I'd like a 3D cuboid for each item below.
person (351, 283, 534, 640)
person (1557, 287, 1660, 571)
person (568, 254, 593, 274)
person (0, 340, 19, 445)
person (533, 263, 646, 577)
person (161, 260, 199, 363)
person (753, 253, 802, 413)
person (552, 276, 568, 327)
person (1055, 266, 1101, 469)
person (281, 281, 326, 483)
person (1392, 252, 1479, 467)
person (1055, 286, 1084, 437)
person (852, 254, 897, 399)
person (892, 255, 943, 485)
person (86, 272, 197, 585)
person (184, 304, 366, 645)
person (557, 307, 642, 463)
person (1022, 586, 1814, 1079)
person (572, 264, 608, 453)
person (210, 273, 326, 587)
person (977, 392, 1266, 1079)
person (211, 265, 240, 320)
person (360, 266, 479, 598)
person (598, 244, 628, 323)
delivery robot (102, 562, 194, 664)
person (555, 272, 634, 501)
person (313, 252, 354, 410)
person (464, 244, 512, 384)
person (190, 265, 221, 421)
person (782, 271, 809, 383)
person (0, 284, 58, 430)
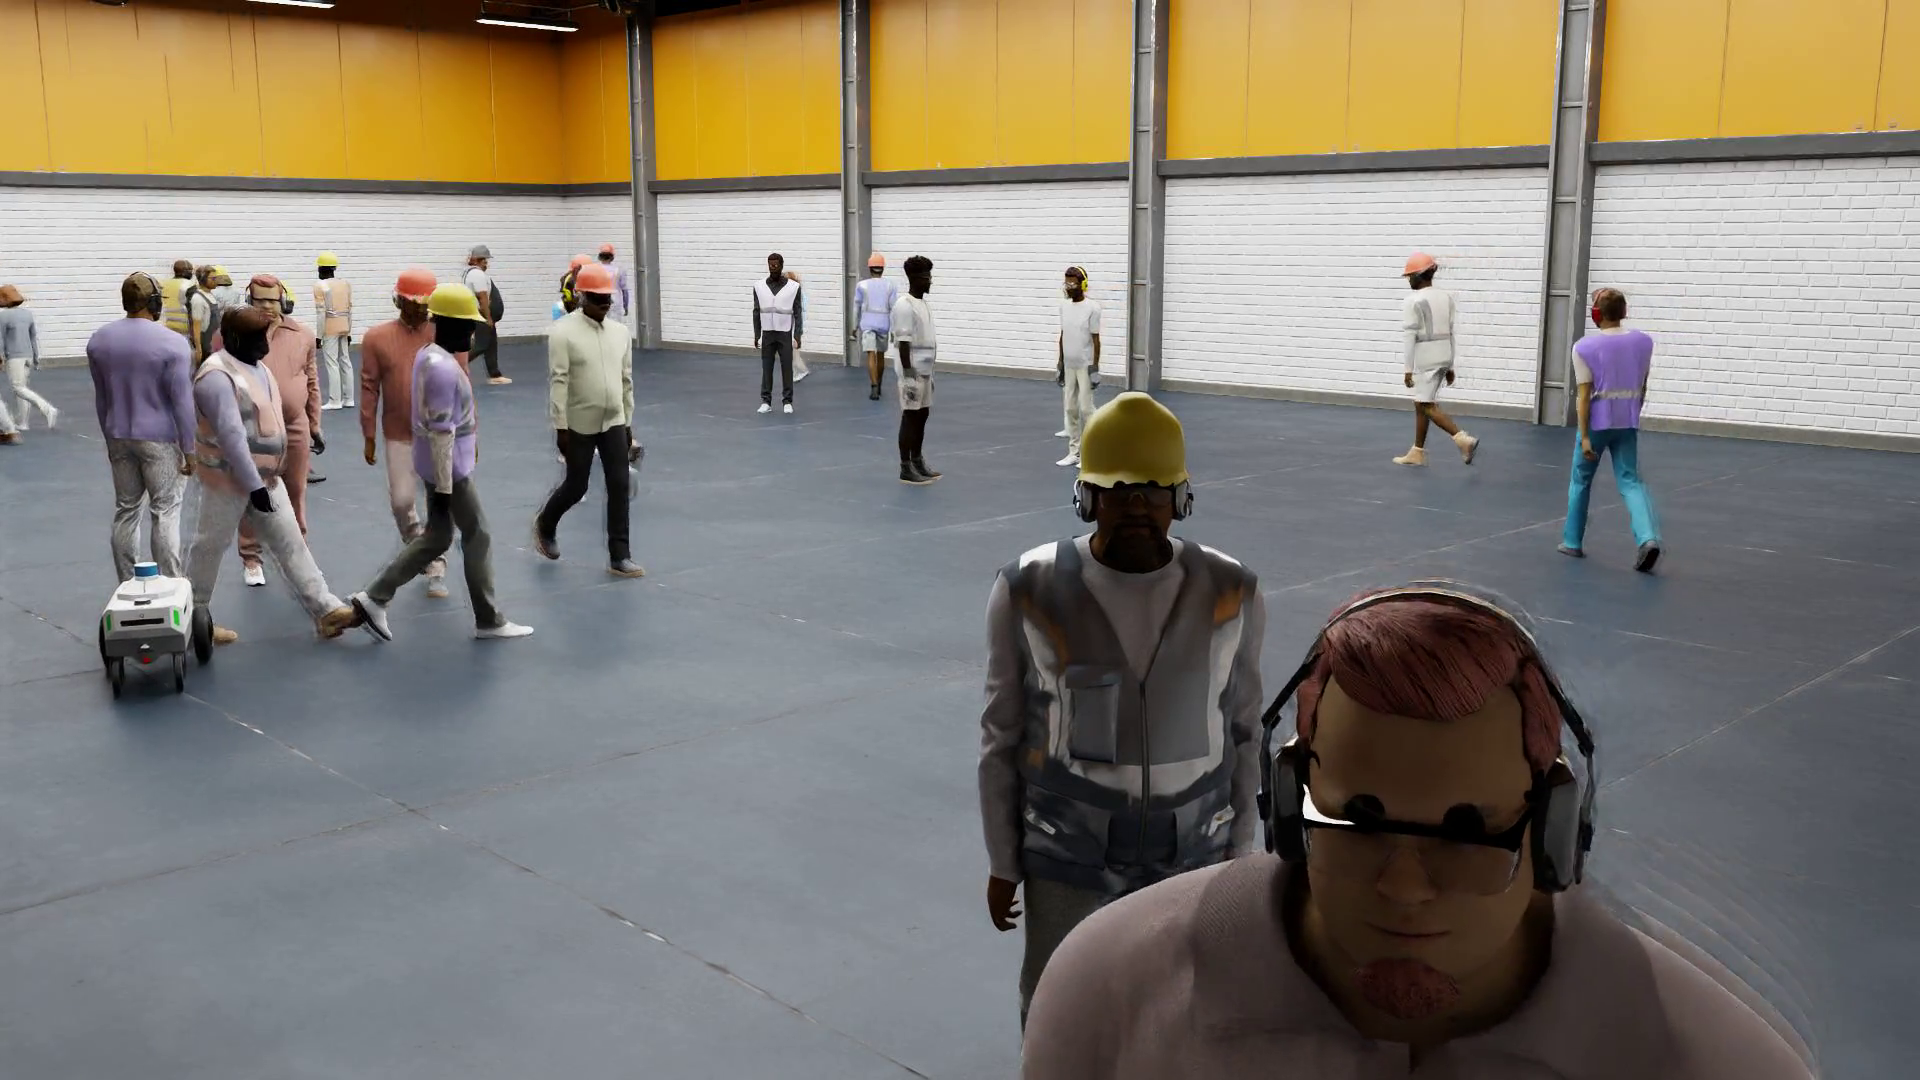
[{"bbox_3d":[-2.742,-0.382,8.650,0.846,1.894,0.628,-5,11,-23],"label":"person"},{"bbox_3d":[4.207,-0.721,10.727,0.564,1.813,0.902,-1,10,-6],"label":"person"},{"bbox_3d":[-3.869,-1.977,17.208,0.372,1.935,0.551,6,12,28],"label":"person"},{"bbox_3d":[-10.103,-1.893,16.928,1.081,1.871,0.638,2,11,11],"label":"person"},{"bbox_3d":[-2.372,-0.756,10.502,0.833,1.967,0.620,10,14,43],"label":"person"},{"bbox_3d":[-10.345,-2.848,22.343,0.642,1.789,0.955,4,11,21],"label":"person"},{"bbox_3d":[-2.196,-2.486,20.035,0.589,1.920,0.399,1,10,5],"label":"person"},{"bbox_3d":[-4.467,-2.226,19.220,0.550,1.686,0.370,-9,14,-41],"label":"person"},{"bbox_3d":[1.083,-1.576,15.264,0.342,1.856,0.495,-9,14,-41],"label":"person"},{"bbox_3d":[-5.818,-1.365,14.416,0.748,1.729,0.546,3,11,17],"label":"person"},{"bbox_3d":[4.350,-1.606,15.084,0.621,1.994,0.875,-8,13,-38],"label":"person"},{"bbox_3d":[1.214,-1.882,17.503,0.373,1.625,0.542,7,13,34],"label":"person"},{"bbox_3d":[-1.112,-2.807,21.904,0.561,1.888,1.019,-2,11,-11],"label":"person"},{"bbox_3d":[-0.375,-1.463,14.316,0.363,1.962,0.614,4,11,19],"label":"person"},{"bbox_3d":[-4.619,-0.549,9.466,0.622,1.931,0.389,2,11,11],"label":"person"},{"bbox_3d":[-3.627,-0.315,8.586,1.023,1.772,0.638,1,10,5],"label":"person"},{"bbox_3d":[-3.378,-1.513,15.440,0.768,1.662,0.543,6,12,29],"label":"person"},{"bbox_3d":[0.287,0.971,1.321,0.647,1.875,0.811,5,12,27],"label":"person"},{"bbox_3d":[-3.646,-1.757,16.258,0.584,1.843,0.542,1,10,6],"label":"person"},{"bbox_3d":[-4.222,-0.679,10.235,0.641,1.901,0.401,-9,14,-42],"label":"person"},{"bbox_3d":[0.329,0.616,3.352,0.586,1.833,0.404,-1,10,-6],"label":"person"},{"bbox_3d":[-9.759,-2.771,22.086,0.311,1.736,0.483,4,11,21],"label":"person"},{"bbox_3d":[-3.224,-0.651,9.920,0.660,1.959,0.626,-3,11,-17],"label":"person"},{"bbox_3d":[-5.735,-3.824,27.159,0.618,1.982,1.090,-2,11,-8],"label":"person"},{"bbox_3d":[-3.911,0.351,8.028,0.477,0.478,0.707,-4,11,-20],"label":"delivery robot"},{"bbox_3d":[-2.947,-1.193,13.183,0.755,1.846,0.520,9,13,39],"label":"person"},{"bbox_3d":[-7.695,-2.558,20.402,0.366,1.926,0.593,4,11,20],"label":"person"},{"bbox_3d":[-6.871,-3.205,23.621,0.831,2.000,0.695,-3,11,-18],"label":"person"},{"bbox_3d":[-8.571,-2.219,18.911,0.959,1.802,0.524,-2,11,-11],"label":"person"},{"bbox_3d":[-2.428,-3.058,23.938,0.355,1.625,0.530,-5,12,-27],"label":"person"},{"bbox_3d":[-10.152,-1.962,18.042,0.686,1.612,0.503,2,11,12],"label":"person"}]
